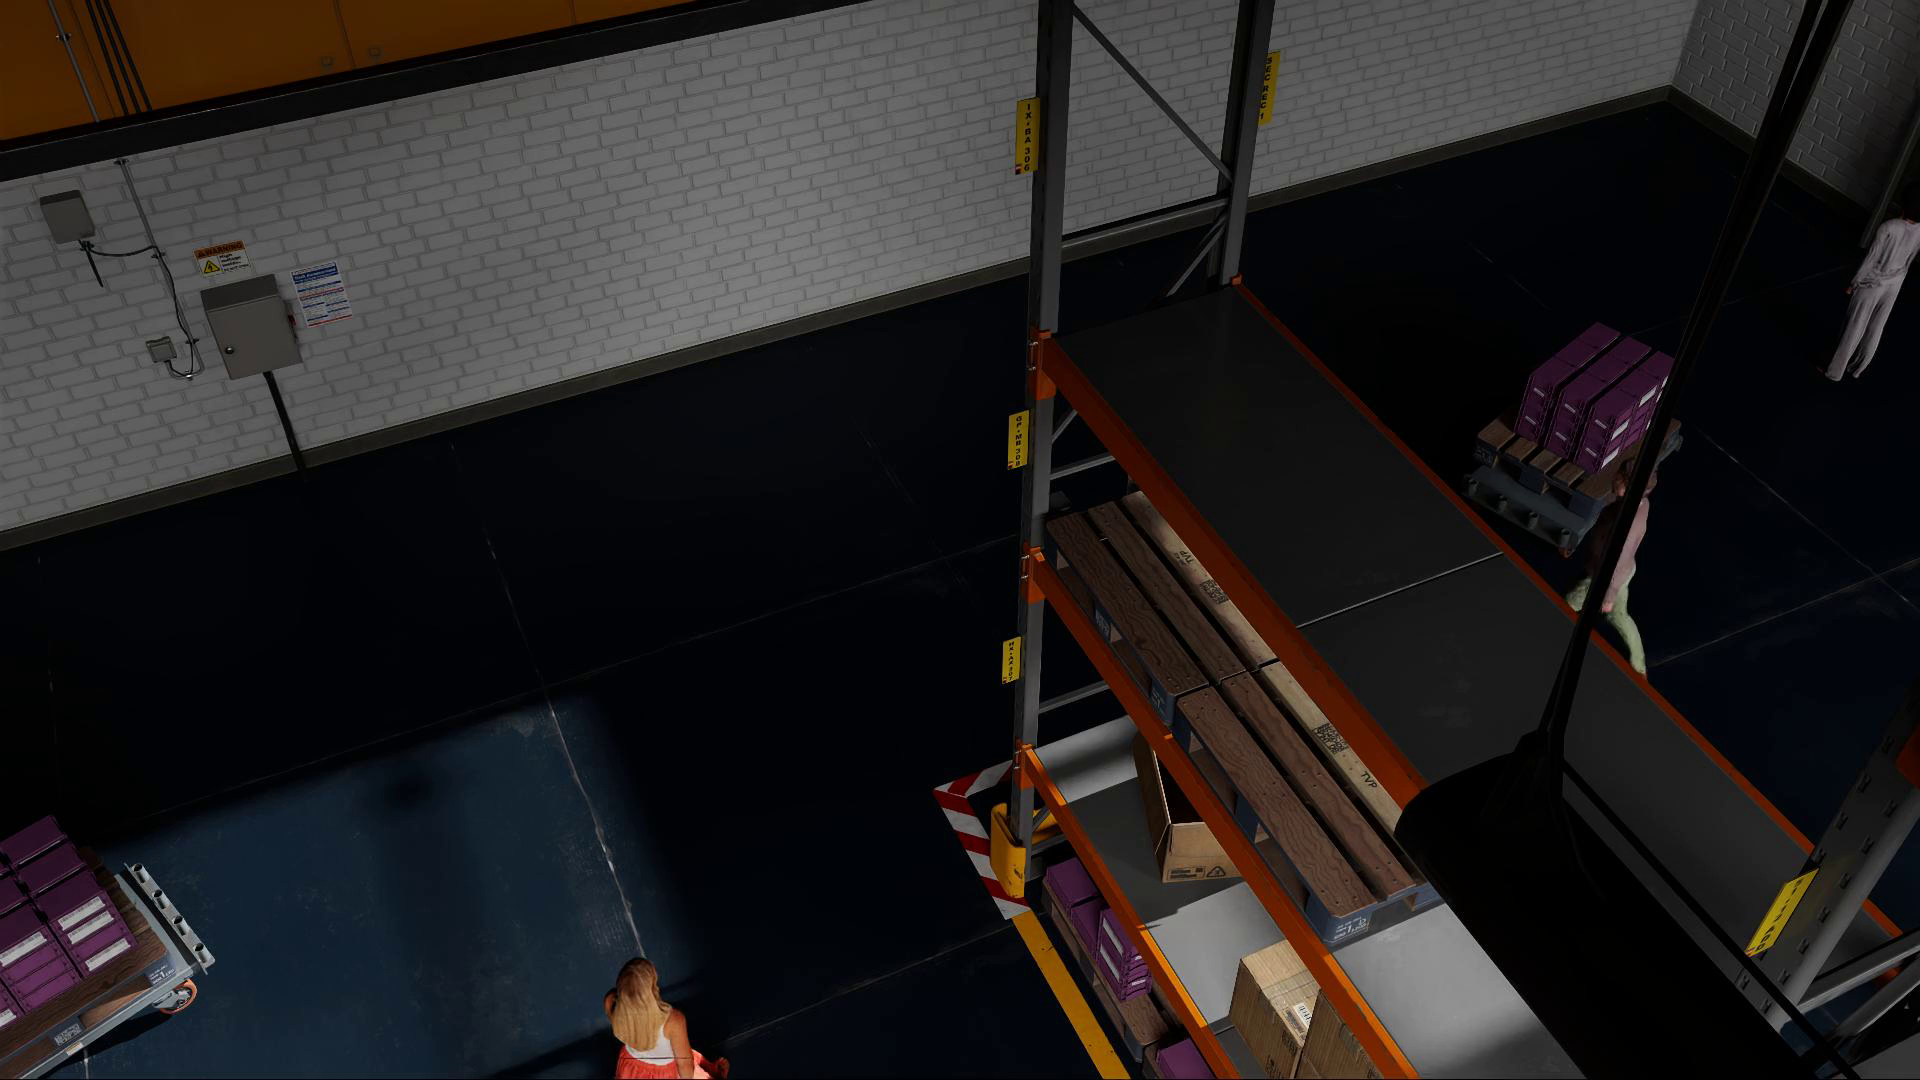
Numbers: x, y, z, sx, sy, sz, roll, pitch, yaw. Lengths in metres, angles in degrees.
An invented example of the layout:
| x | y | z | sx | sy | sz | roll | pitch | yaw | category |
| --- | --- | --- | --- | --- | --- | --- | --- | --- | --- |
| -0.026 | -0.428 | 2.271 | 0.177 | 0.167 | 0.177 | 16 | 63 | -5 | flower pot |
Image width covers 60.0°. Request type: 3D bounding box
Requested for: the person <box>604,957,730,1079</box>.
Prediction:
| x | y | z | sx | sy | sz | roll | pitch | yaw | category |
| --- | --- | --- | --- | --- | --- | --- | --- | --- | --- |
| -1.540 | 2.689 | 8.116 | 1.228 | 1.745 | 1.271 | 15 | 46 | 16 | person |

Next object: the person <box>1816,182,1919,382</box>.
| x | y | z | sx | sy | sz | roll | pitch | yaw | category |
| --- | --- | --- | --- | --- | --- | --- | --- | --- | --- |
| 7.204 | -2.007 | 13.025 | 0.639 | 1.773 | 0.613 | -6 | 44 | -6 | person |
